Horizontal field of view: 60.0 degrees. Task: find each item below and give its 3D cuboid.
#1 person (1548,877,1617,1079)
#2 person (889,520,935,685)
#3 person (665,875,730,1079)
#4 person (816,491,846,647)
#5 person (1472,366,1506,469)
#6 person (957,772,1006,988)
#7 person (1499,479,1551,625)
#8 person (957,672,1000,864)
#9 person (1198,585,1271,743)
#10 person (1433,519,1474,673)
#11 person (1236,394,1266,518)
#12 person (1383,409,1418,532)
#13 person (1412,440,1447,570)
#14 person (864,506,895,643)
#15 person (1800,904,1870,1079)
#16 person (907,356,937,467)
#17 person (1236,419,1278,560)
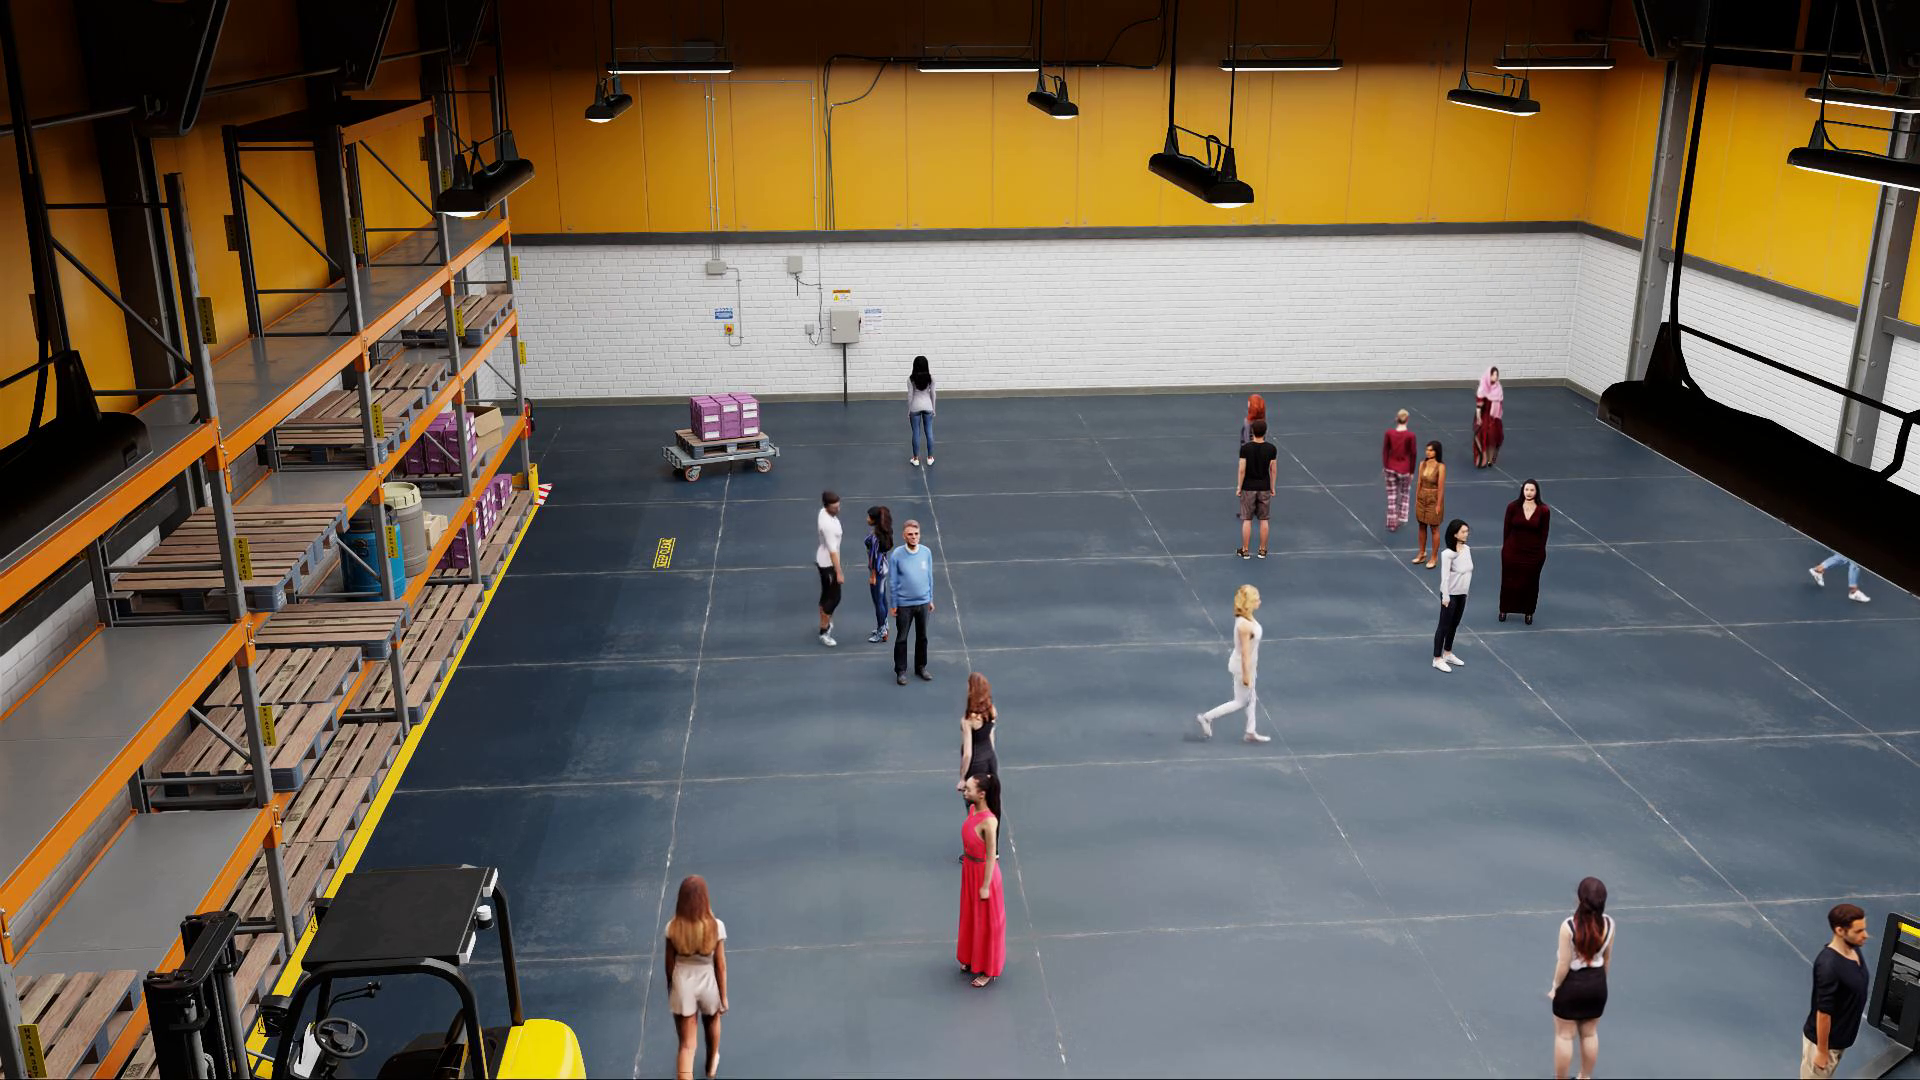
[{"bbox_3d":[4.151,3.004,11.137,0.579,1.647,0.543,-4,19,-12],"label":"person"},{"bbox_3d":[-0.516,0.638,17.895,0.724,1.819,0.676,-8,20,-22],"label":"person"},{"bbox_3d":[-1.757,3.051,10.987,0.616,1.654,1.143,-1,19,-2],"label":"person"},{"bbox_3d":[-1.530,0.254,19.033,0.924,1.819,0.516,-9,21,-25],"label":"person"},{"bbox_3d":[8.136,-1.917,25.786,0.706,1.625,0.718,-6,19,-17],"label":"person"},{"bbox_3d":[0.156,2.521,12.445,0.740,1.727,0.606,-7,20,-21],"label":"person"},{"bbox_3d":[6.613,0.124,19.517,0.748,1.758,0.739,6,20,18],"label":"person"},{"bbox_3d":[0.168,1.945,14.128,0.716,1.746,0.650,14,23,36],"label":"person"},{"bbox_3d":[2.714,1.236,16.388,0.806,1.647,0.956,3,19,8],"label":"person"},{"bbox_3d":[5.404,0.584,18.239,0.712,1.701,0.756,-17,25,-42],"label":"person"},{"bbox_3d":[4.102,-1.178,23.349,0.654,1.779,0.675,-15,24,-38],"label":"person"},{"bbox_3d":[5.993,-0.944,22.808,0.858,1.681,0.975,8,20,23],"label":"person"},{"bbox_3d":[6.050,-0.469,21.389,0.697,1.687,0.600,-13,22,-33],"label":"person"},{"bbox_3d":[-0.935,0.372,19.000,0.725,1.618,0.563,3,19,8],"label":"person"},{"bbox_3d":[5.457,3.115,10.476,0.746,1.859,0.698,16,25,40],"label":"person"},{"bbox_3d":[-0.598,-2.024,25.929,0.623,1.736,0.553,-3,19,-10],"label":"person"},{"bbox_3d":[3.861,-0.672,21.719,0.674,1.861,0.588,0,19,-1],"label":"person"}]
